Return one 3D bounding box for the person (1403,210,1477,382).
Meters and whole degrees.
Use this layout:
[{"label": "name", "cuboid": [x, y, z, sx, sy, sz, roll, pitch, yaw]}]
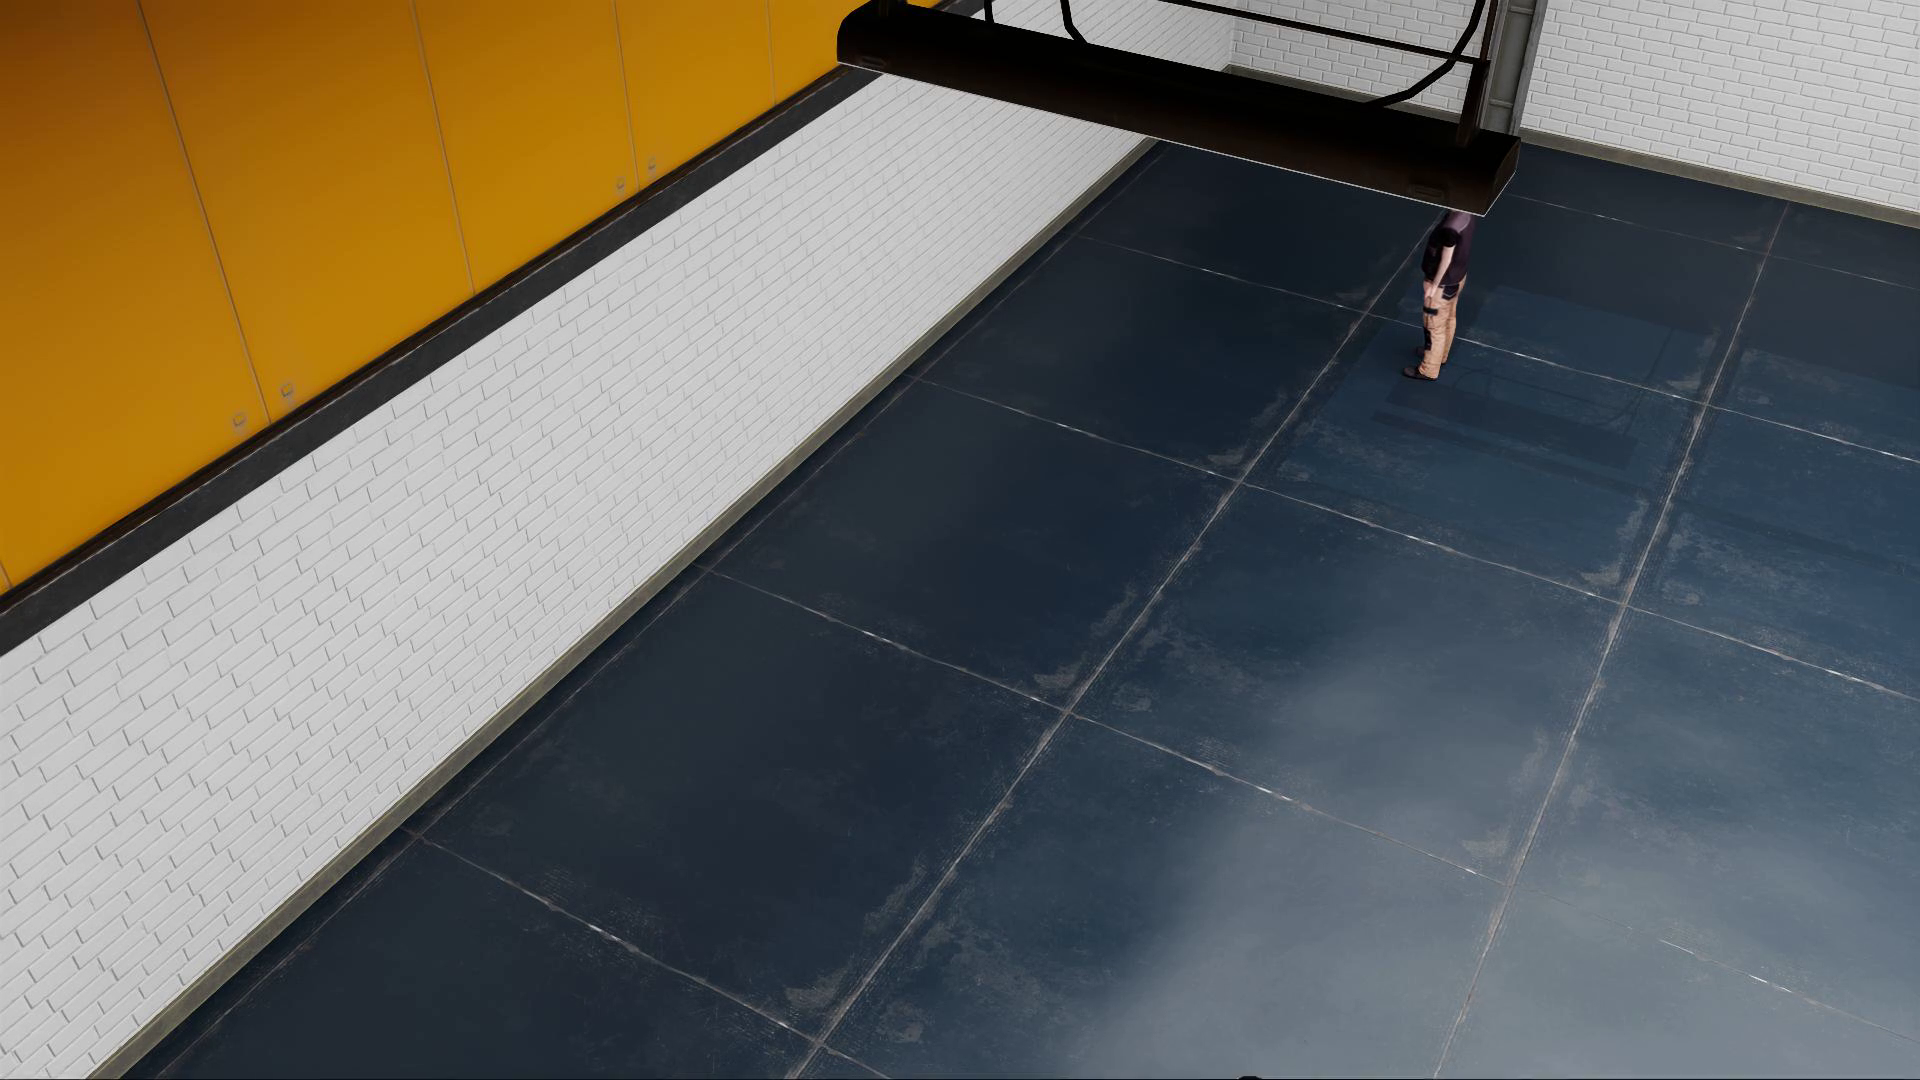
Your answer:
[{"label": "person", "cuboid": [4.080, -2.207, 13.933, 0.564, 1.844, 0.669, 20, 43, 23]}]
